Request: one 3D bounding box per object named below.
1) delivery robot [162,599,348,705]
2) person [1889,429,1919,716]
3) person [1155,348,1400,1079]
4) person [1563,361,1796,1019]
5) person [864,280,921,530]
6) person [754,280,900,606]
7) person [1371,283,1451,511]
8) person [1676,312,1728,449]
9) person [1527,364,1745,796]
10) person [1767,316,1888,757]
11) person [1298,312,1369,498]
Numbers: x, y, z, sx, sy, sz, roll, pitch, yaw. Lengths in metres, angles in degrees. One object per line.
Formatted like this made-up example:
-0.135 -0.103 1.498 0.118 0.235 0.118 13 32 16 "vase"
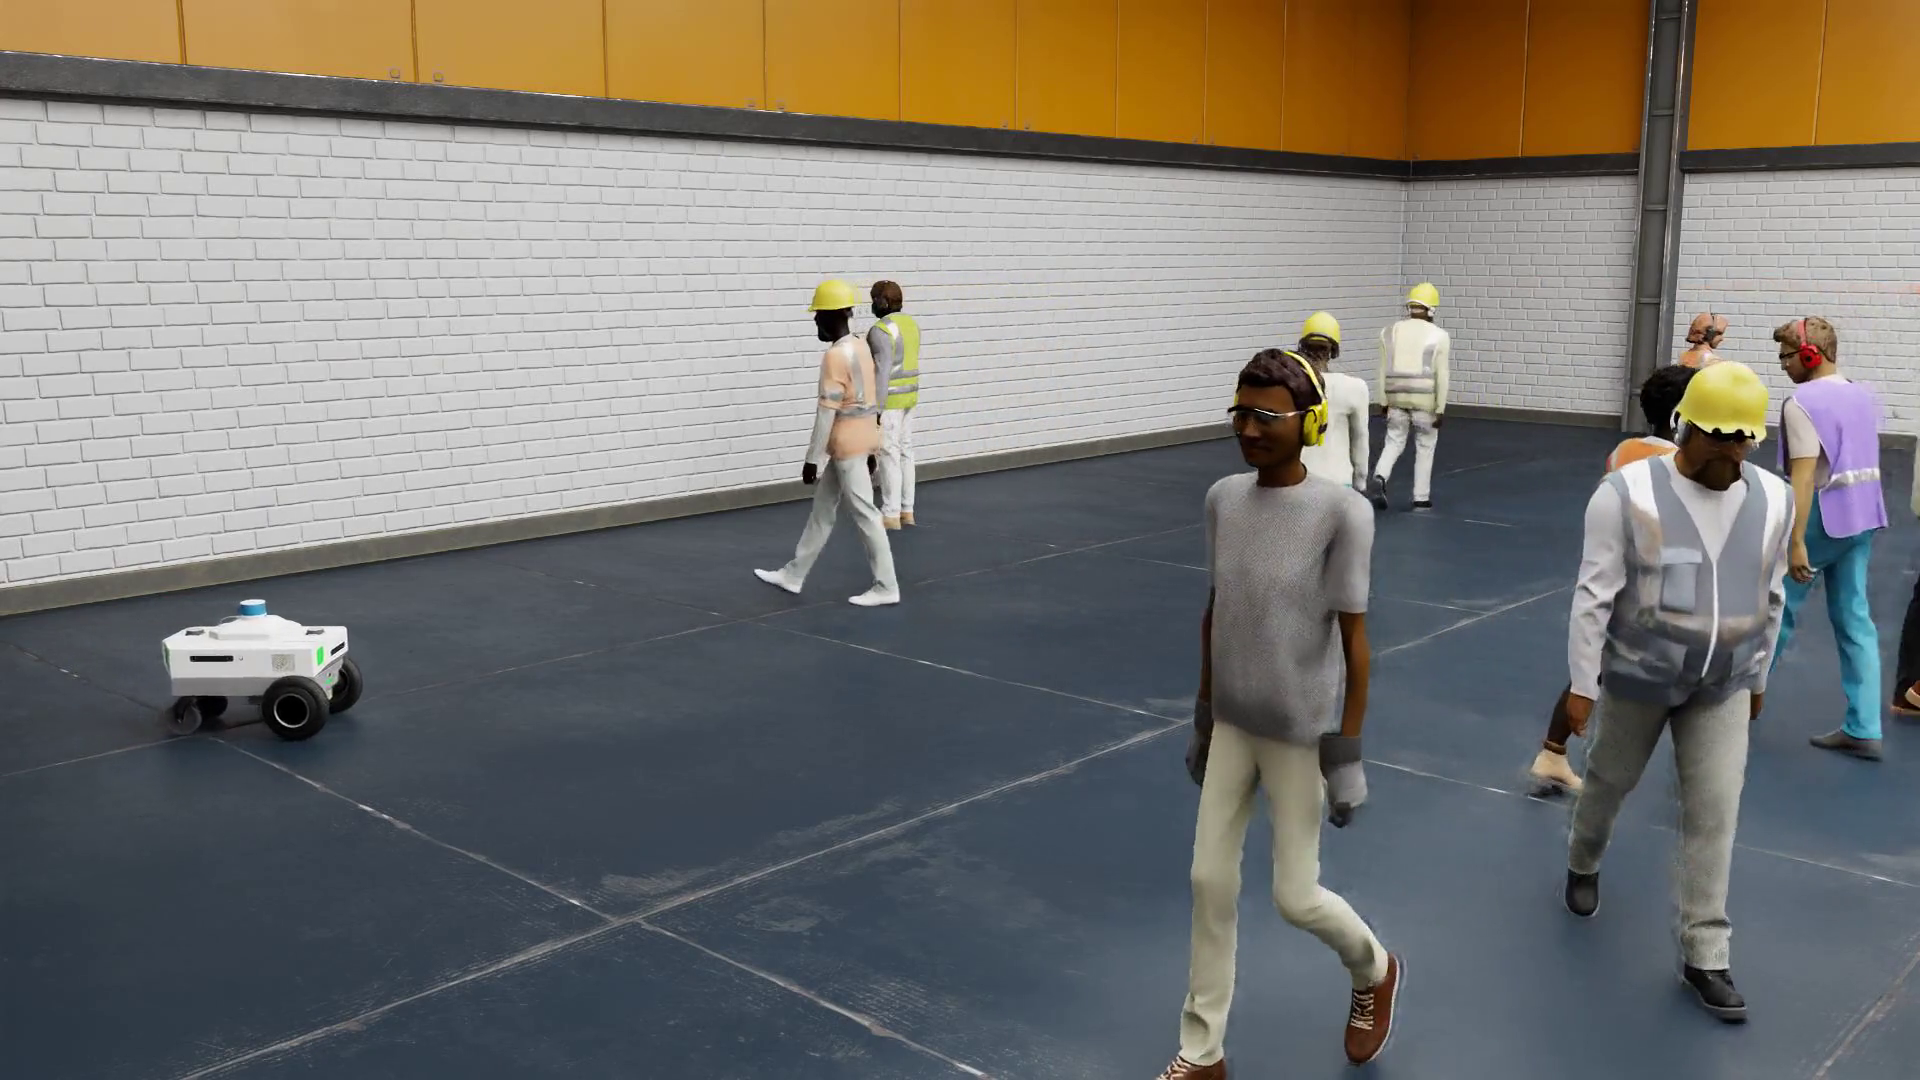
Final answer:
-3.042 0.501 7.191 0.707 0.478 0.477 0 10 -1 "delivery robot"
4.353 -0.155 7.180 0.499 1.970 0.633 4 11 20 "person"
0.769 0.454 4.045 0.764 1.850 0.546 -8 13 -39 "person"
2.044 0.357 4.802 0.622 1.783 0.918 0 10 2 "person"
-0.527 -0.998 12.335 0.429 1.840 0.634 4 11 22 "person"
-0.777 -0.544 9.608 0.945 1.880 0.617 1 10 7 "person"
3.499 -1.089 12.945 0.600 1.811 0.732 7 12 36 "person"
5.048 -0.730 11.388 0.310 1.638 0.514 -1 10 -5 "person"
2.565 0.174 6.252 0.871 1.666 0.538 -3 10 -18 "person"
3.522 -0.029 6.958 0.582 1.783 0.923 -6 12 -30 "person"
1.838 -0.297 8.604 0.530 1.749 0.459 3 10 15 "person"
